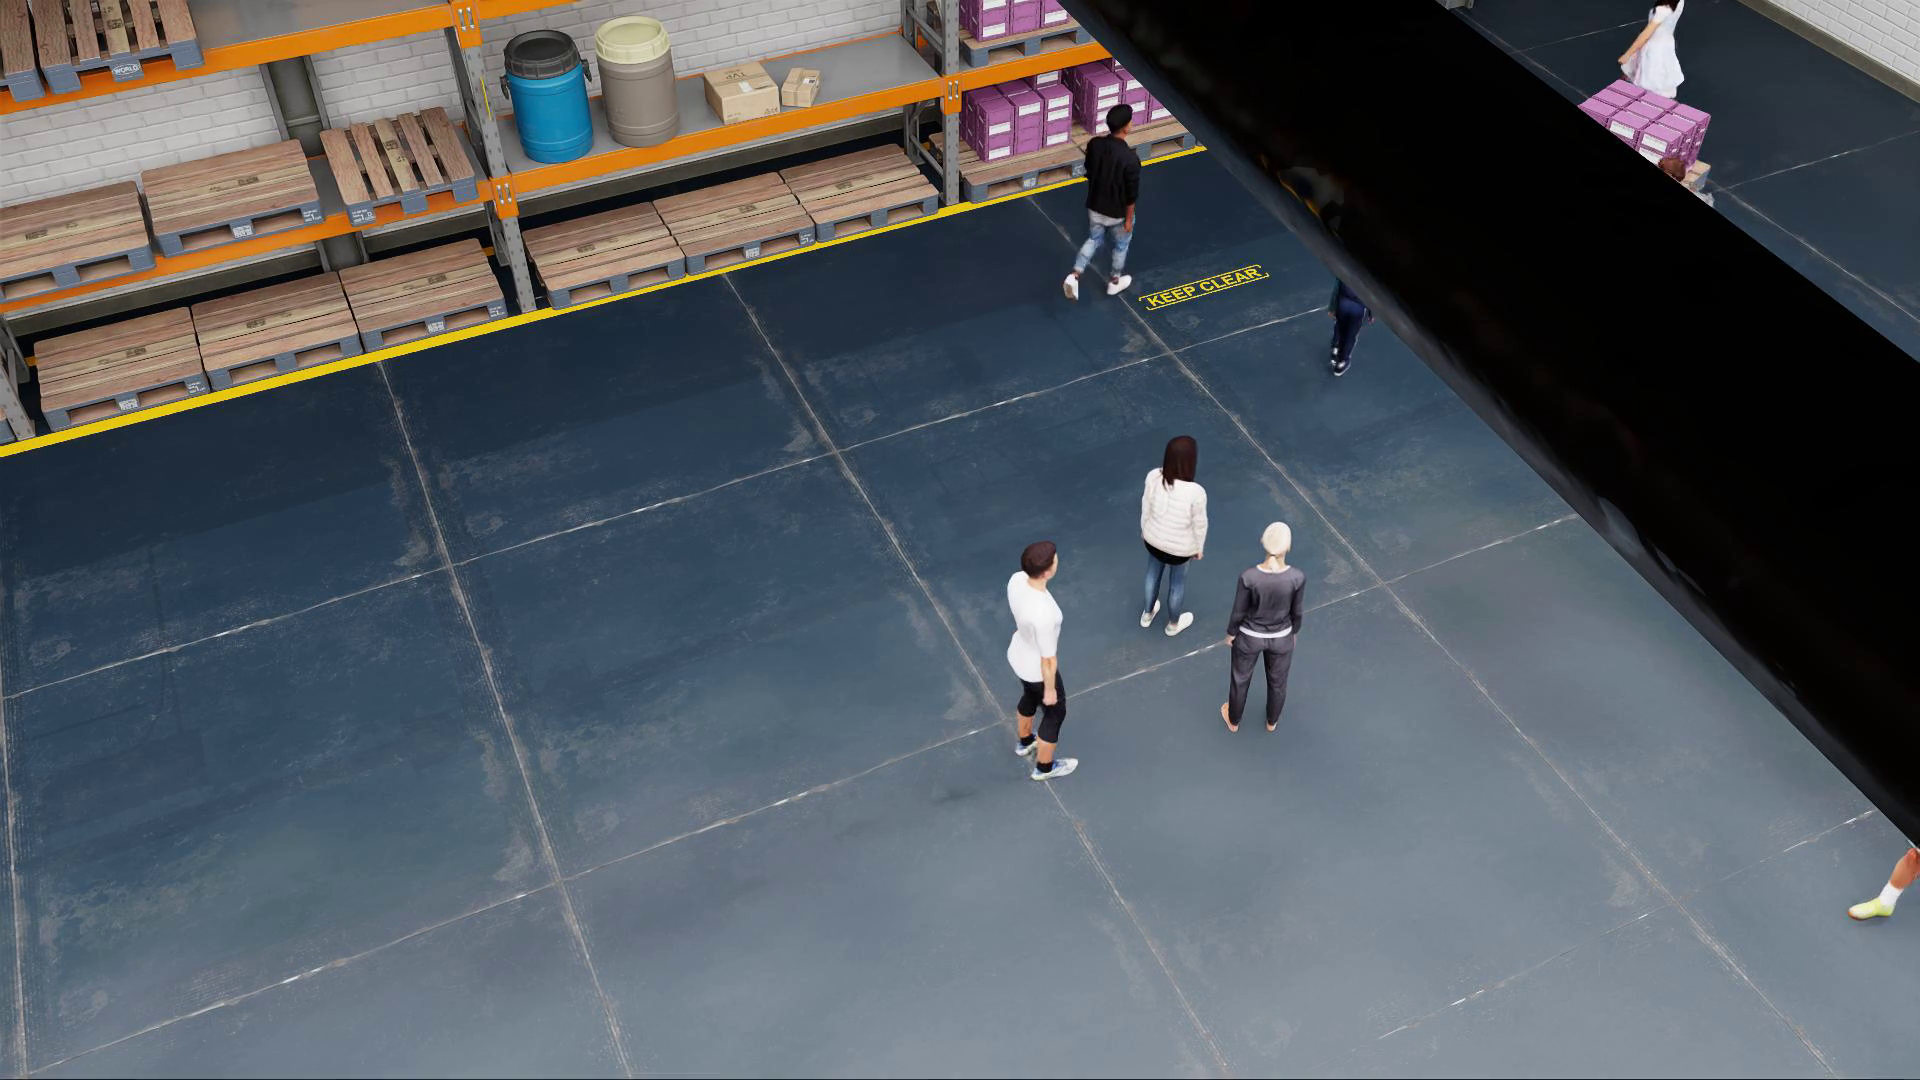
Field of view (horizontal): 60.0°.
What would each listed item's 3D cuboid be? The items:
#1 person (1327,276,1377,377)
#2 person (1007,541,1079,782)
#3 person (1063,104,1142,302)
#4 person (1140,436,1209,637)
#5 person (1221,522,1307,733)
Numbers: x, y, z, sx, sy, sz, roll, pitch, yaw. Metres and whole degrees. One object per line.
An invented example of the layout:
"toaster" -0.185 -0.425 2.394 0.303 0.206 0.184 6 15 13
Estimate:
"person" 3.090 -1.833 13.225 0.614 1.246 0.657 22 48 22
"person" 0.411 0.739 10.091 0.628 1.845 0.722 -15 46 -15
"person" 1.187 -2.743 13.783 0.937 1.794 1.111 32 52 29
"person" 1.406 -0.023 11.043 0.704 1.636 0.718 24 49 23
"person" 1.898 0.567 10.357 0.615 1.727 0.742 2 44 2
